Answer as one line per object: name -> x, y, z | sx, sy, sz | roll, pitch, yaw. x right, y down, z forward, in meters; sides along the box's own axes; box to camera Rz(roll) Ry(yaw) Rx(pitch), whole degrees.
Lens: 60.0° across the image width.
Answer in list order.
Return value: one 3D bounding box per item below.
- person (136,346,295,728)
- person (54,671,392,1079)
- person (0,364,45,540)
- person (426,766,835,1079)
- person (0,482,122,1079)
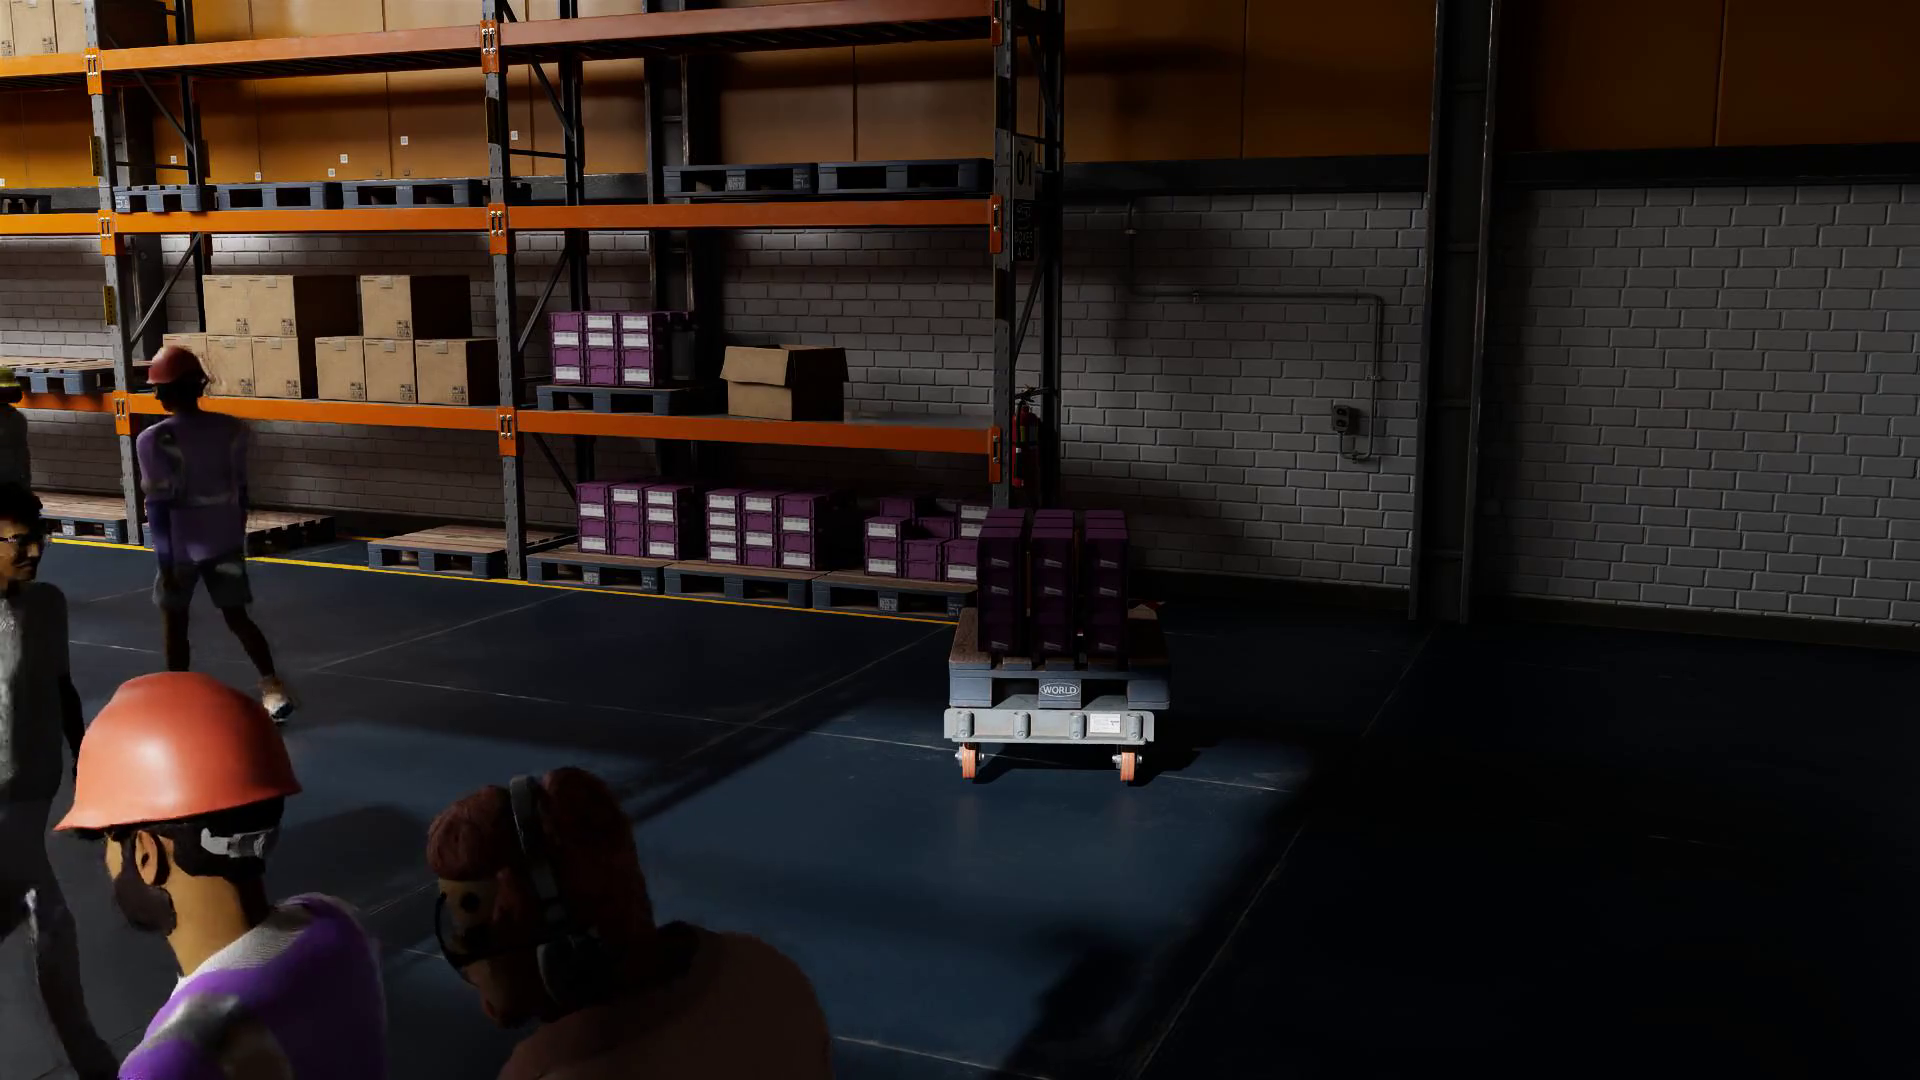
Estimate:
person -> -3.848, 0.011, 8.530 | 0.961, 2.012, 0.611 | 7, 12, 35
person -> -0.913, 1.117, 2.162 | 0.417, 1.923, 0.567 | 0, 9, 2
person -> -6.648, -0.355, 11.548 | 0.424, 1.733, 0.489 | 3, 10, 15
person -> -0.304, 1.169, 2.003 | 0.553, 1.872, 0.706 | 4, 10, 25
person -> -2.747, 0.730, 4.765 | 0.951, 1.823, 0.529 | 2, 10, 10
